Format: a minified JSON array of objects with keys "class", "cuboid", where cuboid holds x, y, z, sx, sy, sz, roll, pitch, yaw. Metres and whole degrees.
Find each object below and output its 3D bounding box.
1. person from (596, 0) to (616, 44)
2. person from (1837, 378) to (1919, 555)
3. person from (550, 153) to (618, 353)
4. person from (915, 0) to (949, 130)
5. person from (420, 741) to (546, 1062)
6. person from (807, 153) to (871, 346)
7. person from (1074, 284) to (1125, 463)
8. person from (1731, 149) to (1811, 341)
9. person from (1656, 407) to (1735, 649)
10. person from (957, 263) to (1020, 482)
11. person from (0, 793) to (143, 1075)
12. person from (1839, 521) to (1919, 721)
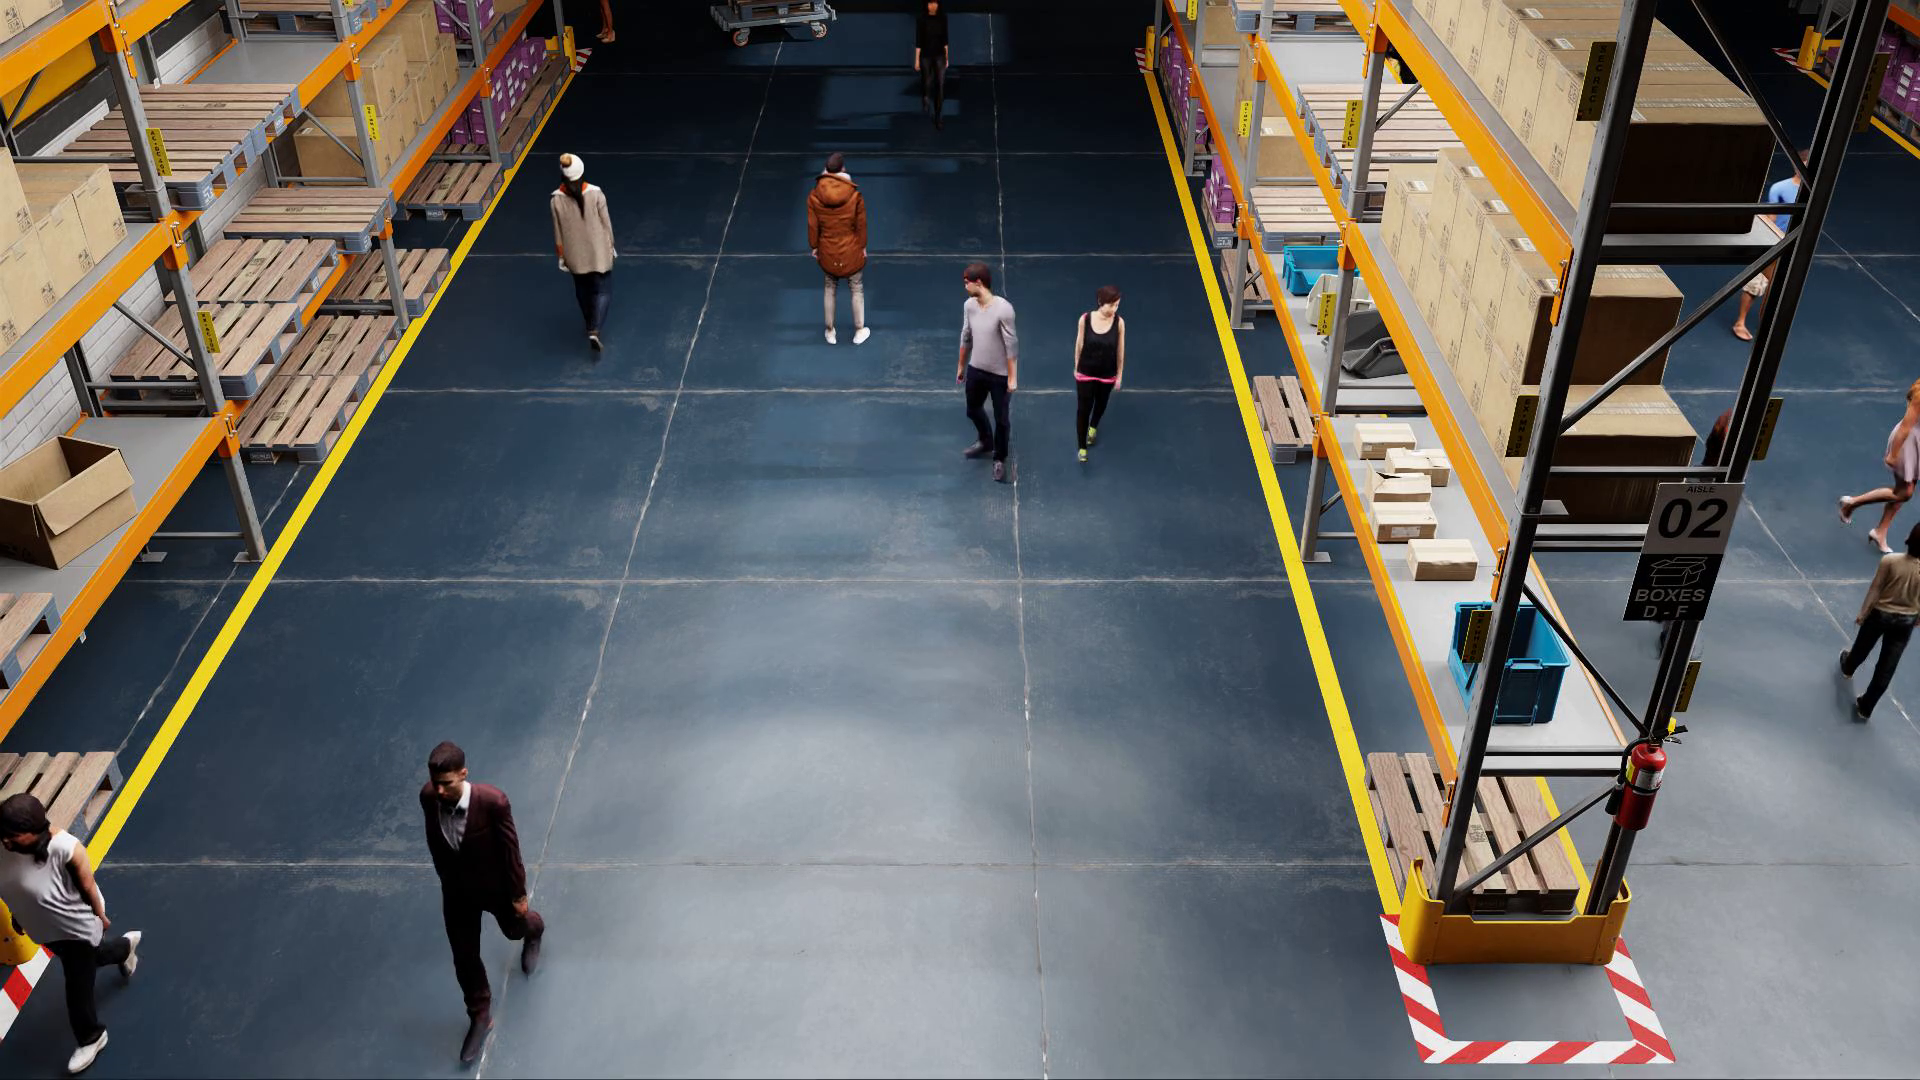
[{"class":"person","cuboid":[-5.065,-7.862,23.350,0.704,1.687,0.584,-15,36,-21]},{"class":"person","cuboid":[7.054,-0.705,12.521,0.801,1.756,0.894,-24,40,-31]},{"class":"person","cuboid":[-3.463,-2.645,15.343,0.698,1.863,1.088,1,34,1]},{"class":"person","cuboid":[-0.356,-5.969,20.570,0.710,1.612,1.090,-5,34,-8]},{"class":"person","cuboid":[-2.488,1.748,8.751,0.780,1.844,1.194,3,34,5]},{"class":"person","cuboid":[-1.111,-2.688,15.431,0.723,1.836,0.705,3,34,4]},{"class":"person","cuboid":[1.149,-1.451,13.861,0.580,1.515,0.961,3,34,4]},{"class":"person","cuboid":[7.652,-2.770,15.534,0.640,1.859,0.576,-2,34,-4]},{"class":"person","cuboid":[5.130,-0.058,11.550,0.853,1.754,0.525,12,35,17]},{"class":"person","cuboid":[0.278,-1.358,13.453,0.819,1.812,0.842,12,35,17]},{"class":"person","cuboid":[-4.647,1.927,8.648,0.879,1.660,1.109,11,35,16]},{"class":"person","cuboid":[6.111,0.557,10.903,0.797,1.444,0.983,13,36,19]}]
